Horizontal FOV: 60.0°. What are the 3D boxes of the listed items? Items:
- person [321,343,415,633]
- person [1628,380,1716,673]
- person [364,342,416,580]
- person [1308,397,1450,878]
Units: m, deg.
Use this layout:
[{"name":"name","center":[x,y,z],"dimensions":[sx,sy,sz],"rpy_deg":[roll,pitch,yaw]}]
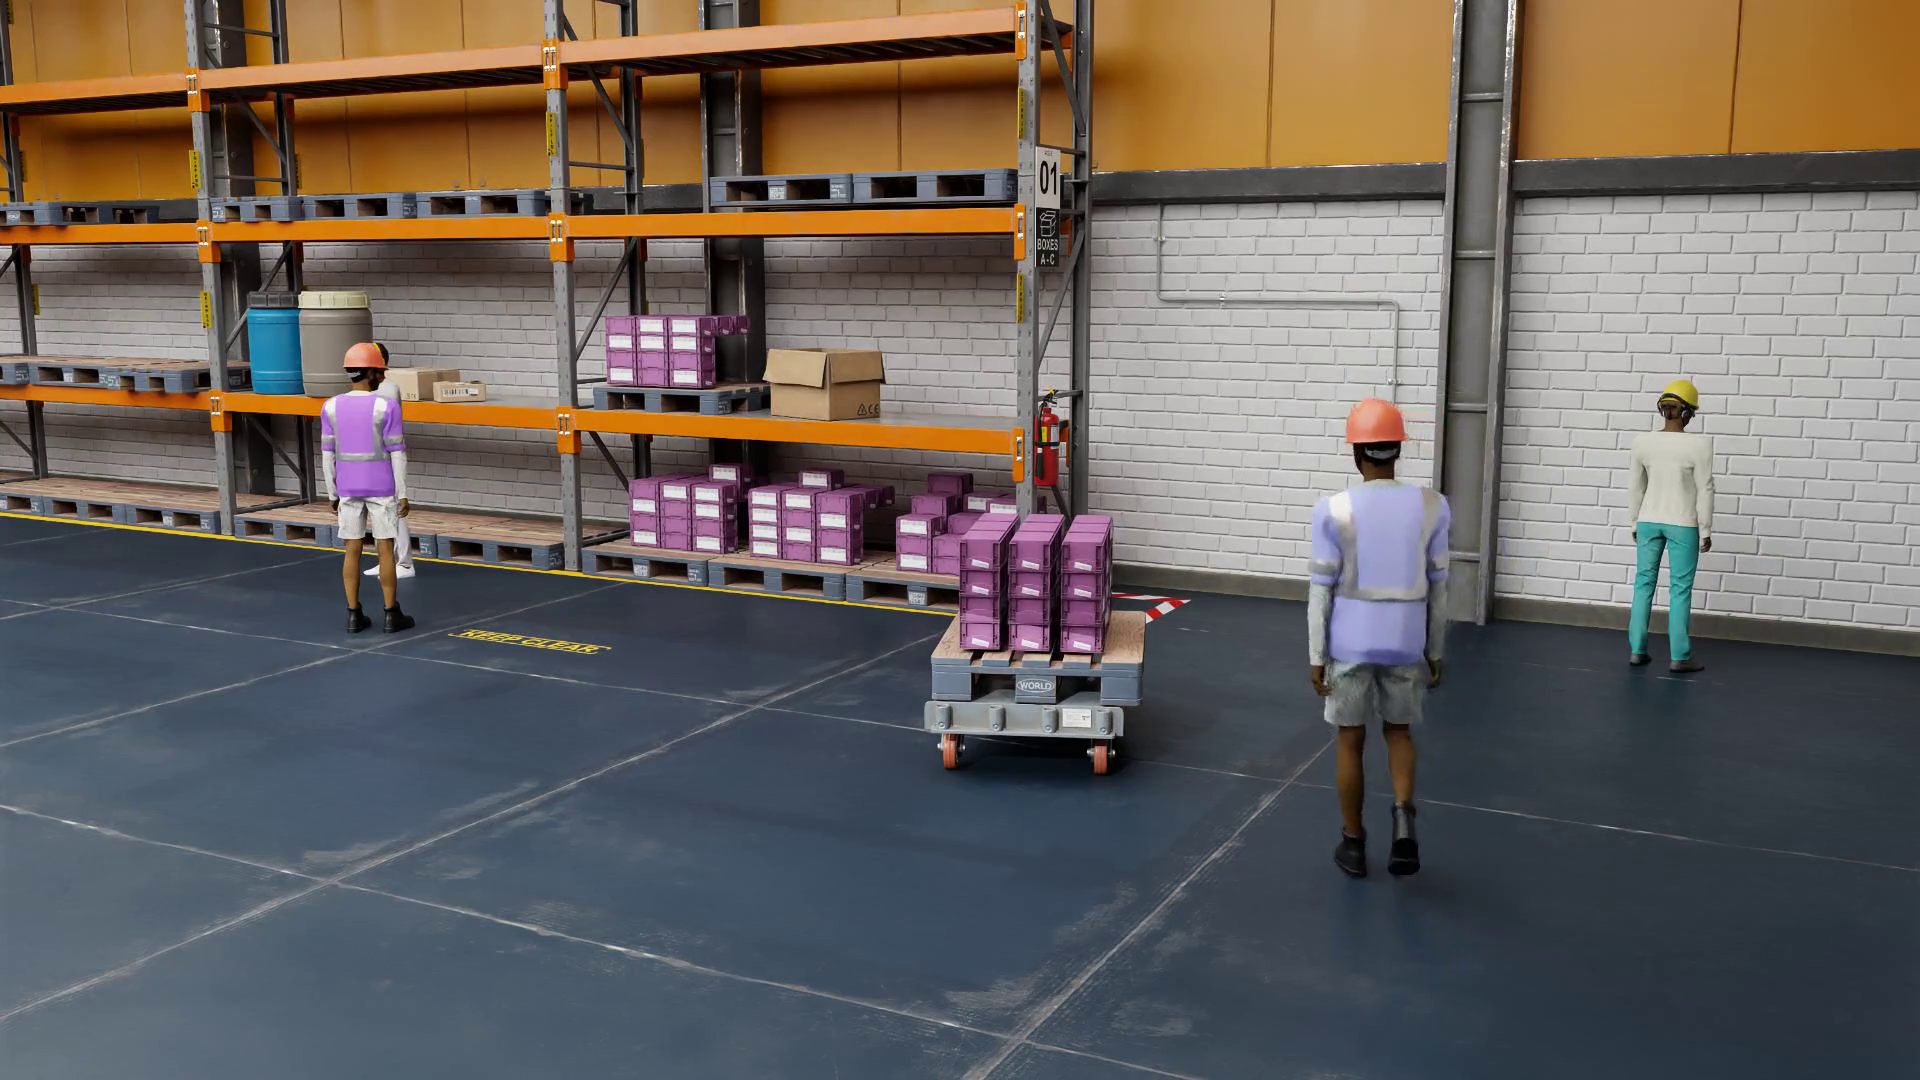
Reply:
[{"name":"person","center":[-3.939,-0.341,11.079],"dimensions":[0.550,1.933,0.370],"rpy_deg":[0,9,3]},{"name":"person","center":[4.283,-0.082,10.021],"dimensions":[0.320,1.763,0.522],"rpy_deg":[-8,12,-40]},{"name":"person","center":[-4.512,-0.612,13.018],"dimensions":[0.320,1.855,0.505],"rpy_deg":[-7,12,-39]},{"name":"person","center":[1.629,0.409,6.491],"dimensions":[0.559,1.921,0.529],"rpy_deg":[0,9,0]}]
